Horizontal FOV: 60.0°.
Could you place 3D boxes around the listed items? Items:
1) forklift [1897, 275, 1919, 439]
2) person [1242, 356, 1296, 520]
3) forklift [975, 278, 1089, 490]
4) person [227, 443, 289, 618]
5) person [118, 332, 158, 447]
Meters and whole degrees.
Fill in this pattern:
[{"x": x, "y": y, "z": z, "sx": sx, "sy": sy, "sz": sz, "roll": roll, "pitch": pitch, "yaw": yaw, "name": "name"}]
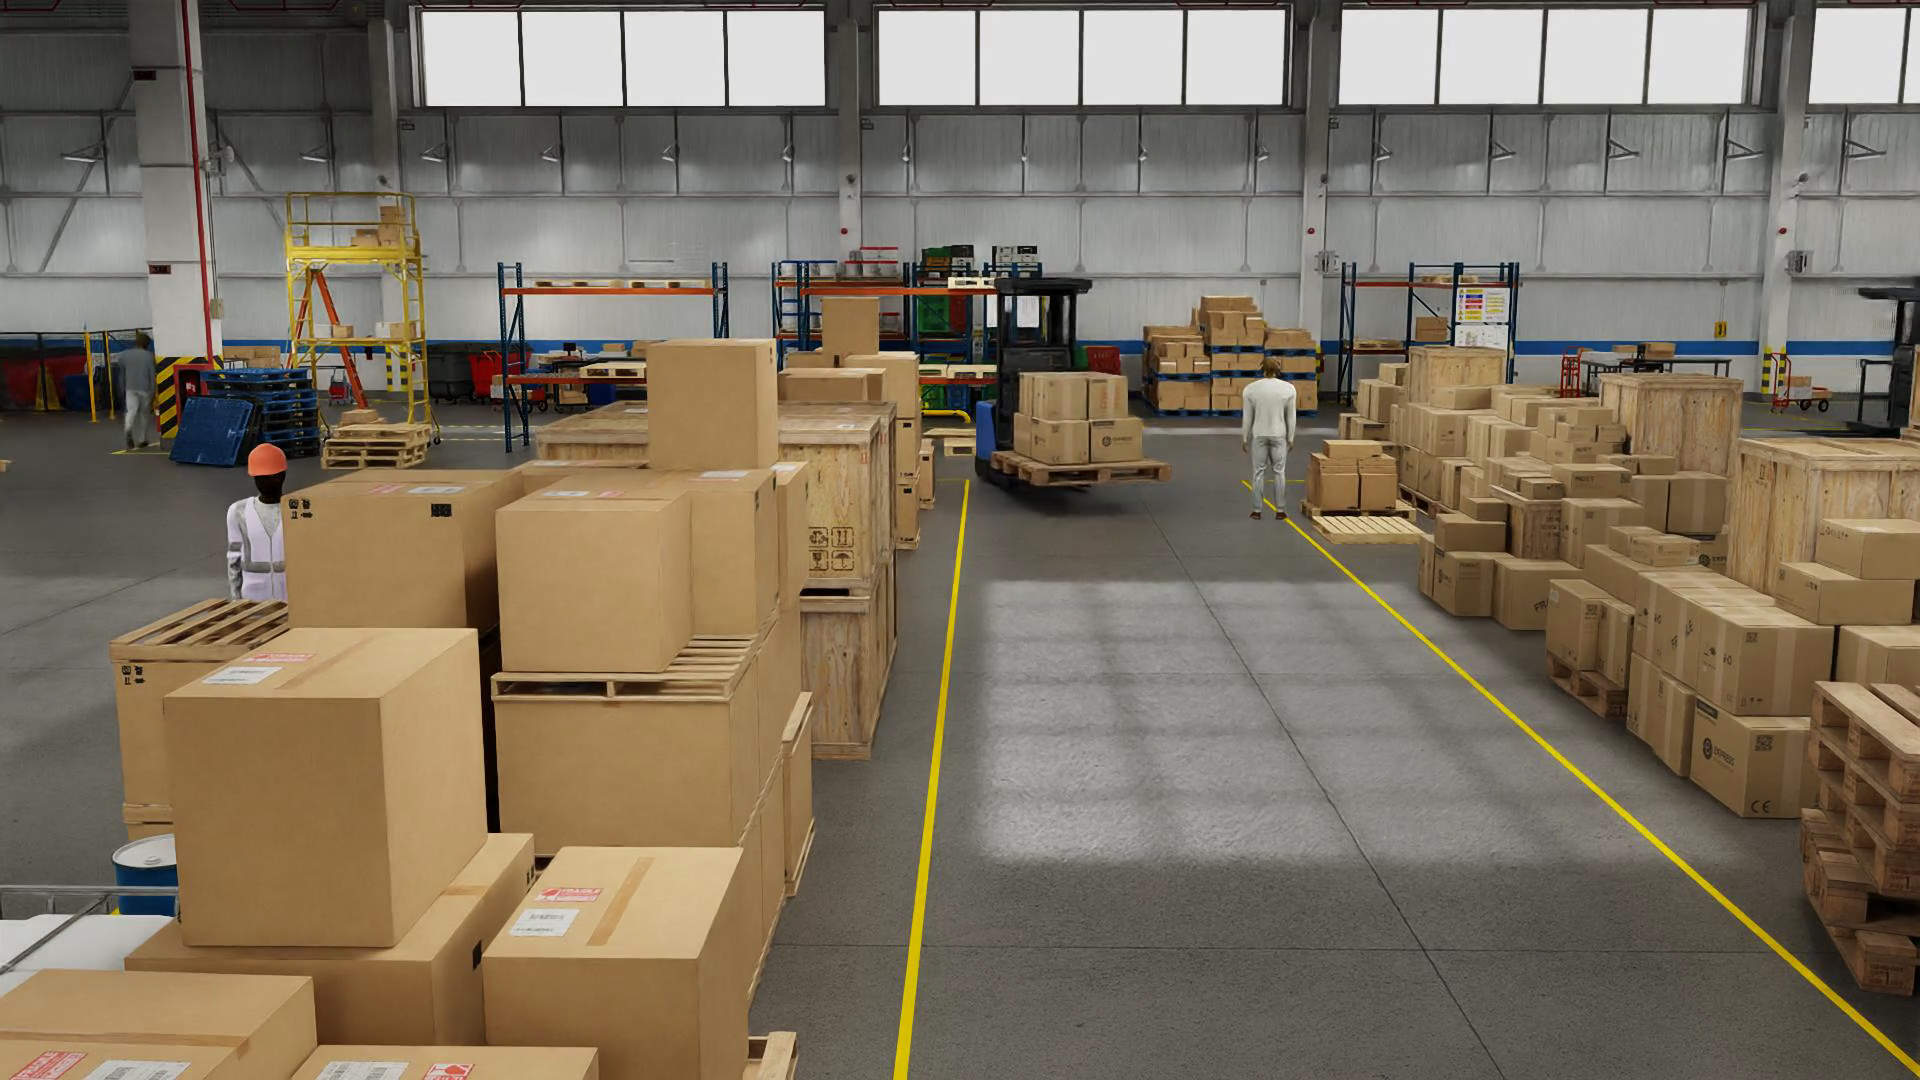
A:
[{"x": 15.436, "y": -2.788, "z": 26.337, "sx": 1.873, "sy": 2.768, "sz": 1.129, "roll": 0, "pitch": 9, "yaw": 1, "name": "forklift"}, {"x": 3.638, "y": -1.198, "z": 19.626, "sx": 0.627, "sy": 1.940, "sz": 0.377, "roll": 2, "pitch": 10, "yaw": 10, "name": "person"}, {"x": 0.936, "y": -2.181, "z": 22.700, "sx": 1.129, "sy": 2.768, "sz": 1.873, "roll": -3, "pitch": 10, "yaw": -15, "name": "forklift"}, {"x": -4.209, "y": 0.367, "z": 10.249, "sx": 0.543, "sy": 1.940, "sz": 0.361, "roll": -3, "pitch": 10, "yaw": -16, "name": "person"}, {"x": -13.381, "y": -2.429, "z": 27.103, "sx": 0.656, "sy": 1.905, "sz": 0.710, "roll": -2, "pitch": 10, "yaw": -10, "name": "person"}]
